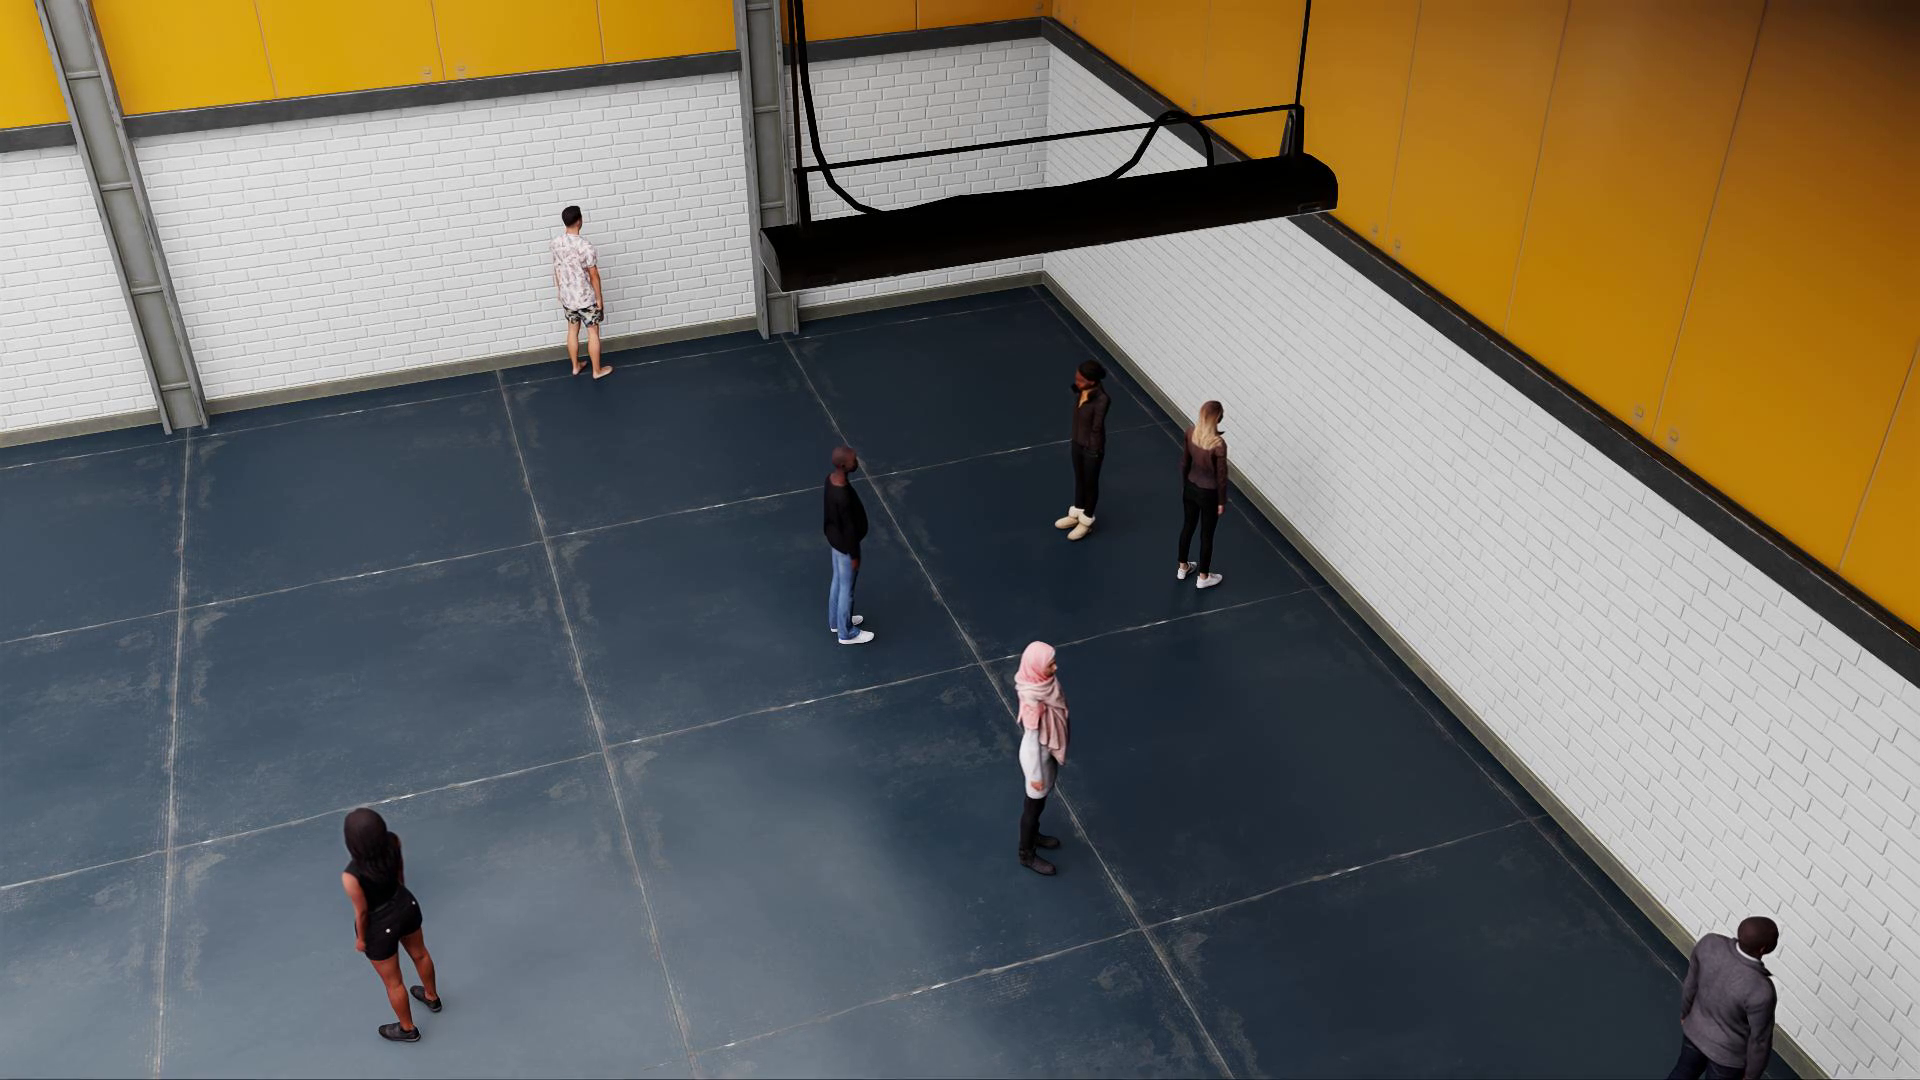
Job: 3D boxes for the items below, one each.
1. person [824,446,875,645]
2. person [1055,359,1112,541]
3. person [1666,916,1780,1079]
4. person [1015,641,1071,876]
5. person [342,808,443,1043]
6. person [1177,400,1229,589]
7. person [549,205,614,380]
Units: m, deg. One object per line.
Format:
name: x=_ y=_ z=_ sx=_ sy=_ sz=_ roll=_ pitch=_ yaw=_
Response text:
person: x=-0.913 y=0.028 z=13.050 sx=0.523 sy=1.749 sz=0.592 roll=-12 pitch=36 yaw=-18
person: x=1.121 y=-0.822 z=14.408 sx=0.689 sy=1.662 sz=0.622 roll=-17 pitch=37 yaw=-23
person: x=4.081 y=2.699 z=8.971 sx=0.559 sy=1.818 sz=0.706 roll=-12 pitch=35 yaw=-17
person: x=0.518 y=1.409 z=10.924 sx=0.761 sy=1.804 sz=0.739 roll=6 pitch=34 yaw=9
person: x=-3.348 y=2.234 z=9.741 sx=0.722 sy=1.740 sz=0.675 roll=12 pitch=36 yaw=18
person: x=1.993 y=-0.384 z=13.712 sx=0.627 sy=1.703 sz=0.665 roll=-25 pitch=41 yaw=-32
person: x=-3.848 y=-2.495 z=16.789 sx=0.719 sy=1.812 sz=0.803 roll=11 pitch=35 yaw=16
